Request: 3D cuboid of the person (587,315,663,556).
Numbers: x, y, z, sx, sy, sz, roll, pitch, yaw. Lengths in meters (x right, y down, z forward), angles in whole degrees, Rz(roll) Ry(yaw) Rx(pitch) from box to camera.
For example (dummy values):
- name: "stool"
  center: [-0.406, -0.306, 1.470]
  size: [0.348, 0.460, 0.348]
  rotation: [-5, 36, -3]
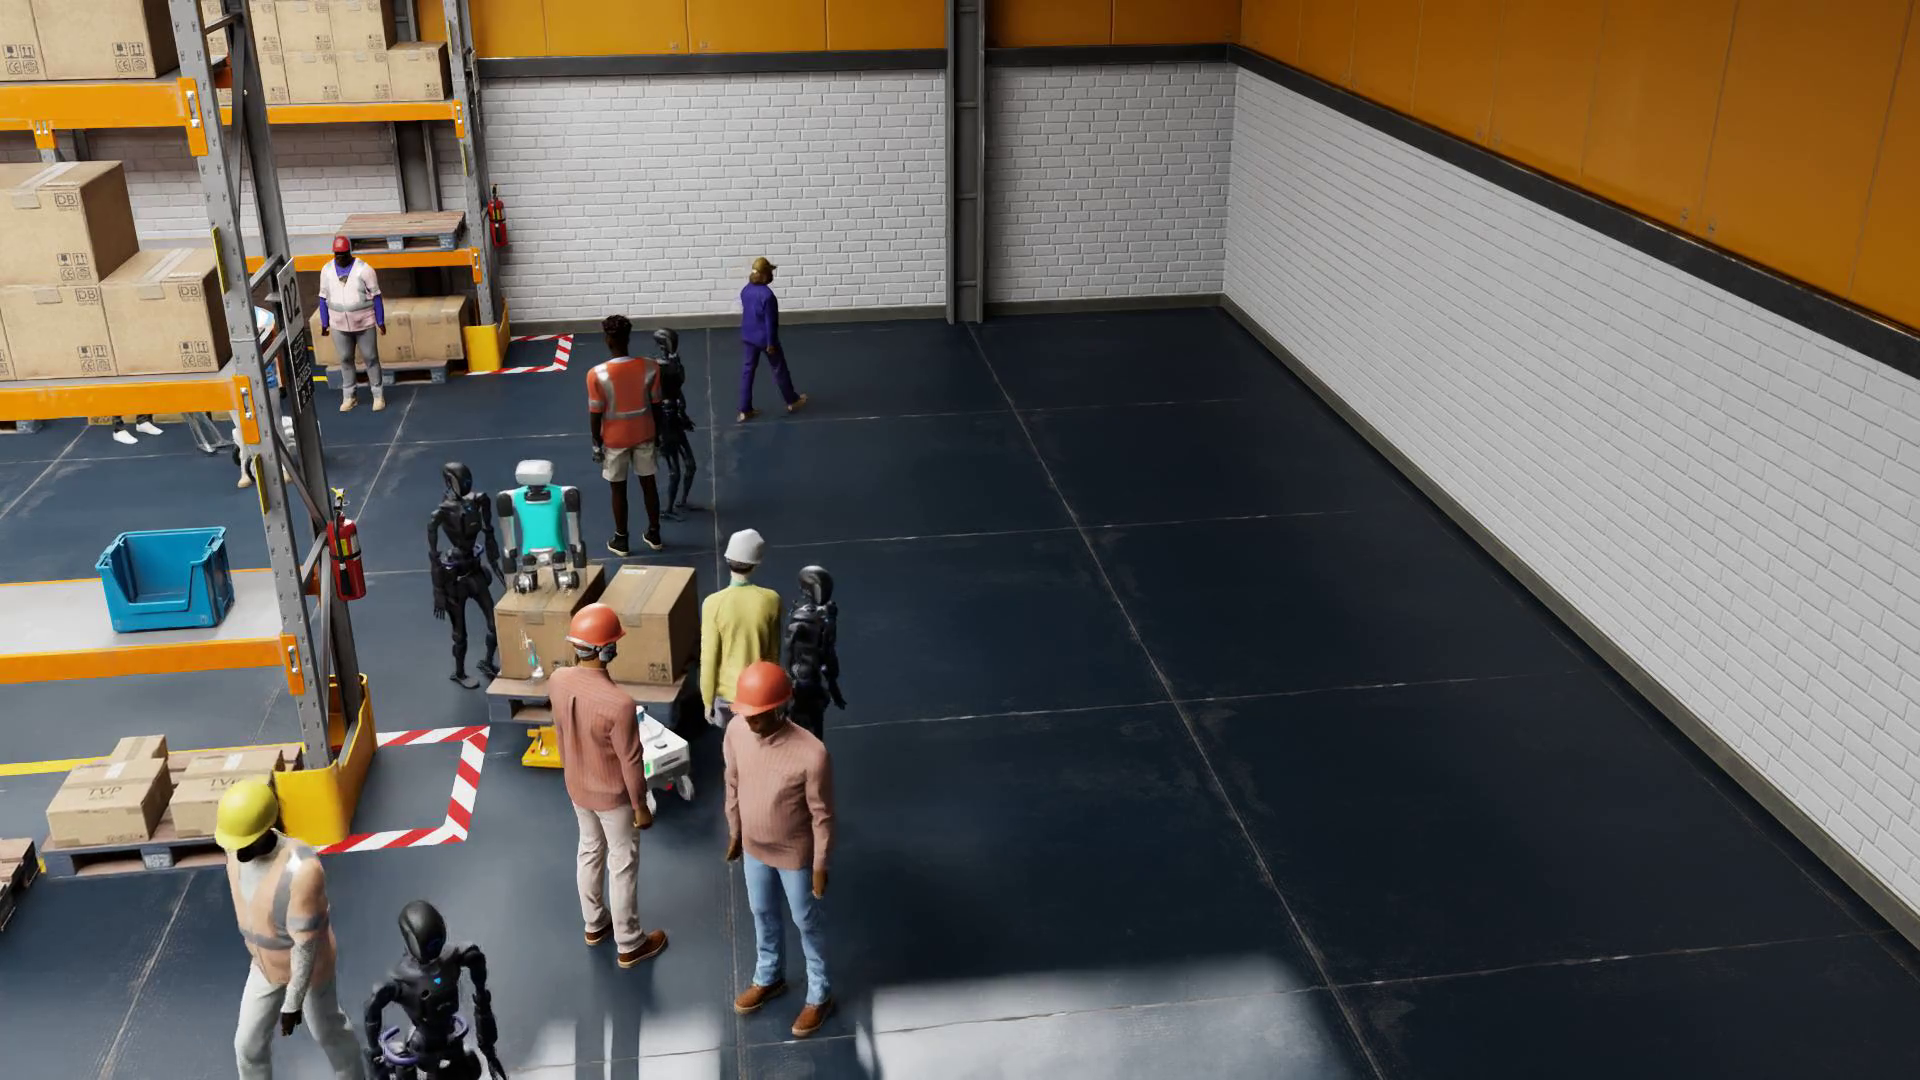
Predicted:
- name: "person"
  center: [-2.632, -0.826, 13.180]
  size: [0.606, 1.960, 0.366]
  rotation: [-13, 27, -28]

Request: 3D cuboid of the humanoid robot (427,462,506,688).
- name: "humanoid robot"
  center: [-3.326, 0.229, 11.125]
  size: [0.395, 1.636, 0.583]
  rotation: [13, 27, 28]

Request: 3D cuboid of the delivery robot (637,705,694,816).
- name: "delivery robot"
  center: [-1.967, 1.291, 10.125]
  size: [0.499, 0.614, 0.812]
  rotation: [-21, 31, -39]

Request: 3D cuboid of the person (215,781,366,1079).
- name: "person"
  center: [-2.960, 1.871, 7.132]
  size: [0.575, 1.887, 0.831]
  rotation: [12, 27, 26]

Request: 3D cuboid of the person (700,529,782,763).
- name: "person"
  center: [-1.243, 0.842, 9.546]
  size: [0.470, 1.836, 0.882]
  rotation: [-3, 24, -7]

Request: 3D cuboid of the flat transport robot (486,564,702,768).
- name: "flat transport robot"
  center: [-2.331, 1.073, 10.952]
  size: [0.659, 0.231, 1.431]
  rotation: [2, 24, 5]

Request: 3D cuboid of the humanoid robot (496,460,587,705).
- name: "humanoid robot"
  center: [-2.633, 0.453, 10.629]
  size: [0.530, 1.839, 0.771]
  rotation: [-5, 24, -11]

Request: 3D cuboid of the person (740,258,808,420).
- name: "person"
  center: [-1.873, -1.990, 16.287]
  size: [0.457, 1.588, 0.798]
  rotation: [20, 30, 38]

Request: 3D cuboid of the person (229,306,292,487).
- name: "person"
  center: [-6.199, -1.359, 14.533]
  size: [0.632, 1.846, 0.429]
  rotation: [-4, 24, -9]

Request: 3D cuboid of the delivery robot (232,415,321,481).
- name: "delivery robot"
  center: [-6.187, -0.885, 15.044]
  size: [0.757, 0.585, 0.503]
  rotation: [-17, 29, -33]

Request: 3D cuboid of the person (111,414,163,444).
- name: "person"
  center: [-7.866, -1.833, 15.601]
  size: [0.318, 1.861, 0.499]
  rotation: [12, 27, 26]

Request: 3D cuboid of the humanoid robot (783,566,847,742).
- name: "humanoid robot"
  center: [-0.919, 0.907, 9.585]
  size: [0.412, 1.647, 0.609]
  rotation: [10, 26, 22]

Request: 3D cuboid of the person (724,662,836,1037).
- name: "person"
  center: [-0.870, 1.466, 7.929]
  size: [0.625, 1.985, 0.409]
  rotation: [15, 28, 31]

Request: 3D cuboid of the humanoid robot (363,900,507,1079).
- name: "humanoid robot"
  center: [-2.196, 2.140, 6.776]
  size: [0.465, 1.647, 0.613]
  rotation: [20, 31, 38]

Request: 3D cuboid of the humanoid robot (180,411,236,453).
- name: "humanoid robot"
  center: [-7.010, -1.627, 15.240]
  size: [0.790, 1.755, 0.540]
  rotation: [3, 24, 7]

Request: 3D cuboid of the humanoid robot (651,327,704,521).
- name: "humanoid robot"
  center: [-2.389, -0.970, 13.846]
  size: [0.339, 1.650, 0.609]
  rotation: [3, 24, 8]

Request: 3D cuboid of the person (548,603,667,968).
- name: "person"
  center: [-1.787, 1.242, 8.438]
  size: [0.610, 1.986, 0.401]
  rotation: [18, 29, 35]

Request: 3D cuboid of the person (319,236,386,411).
- name: "person"
  center: [-5.984, -2.128, 16.398]
  size: [0.625, 1.750, 0.420]
  rotation: [-2, 24, -5]
